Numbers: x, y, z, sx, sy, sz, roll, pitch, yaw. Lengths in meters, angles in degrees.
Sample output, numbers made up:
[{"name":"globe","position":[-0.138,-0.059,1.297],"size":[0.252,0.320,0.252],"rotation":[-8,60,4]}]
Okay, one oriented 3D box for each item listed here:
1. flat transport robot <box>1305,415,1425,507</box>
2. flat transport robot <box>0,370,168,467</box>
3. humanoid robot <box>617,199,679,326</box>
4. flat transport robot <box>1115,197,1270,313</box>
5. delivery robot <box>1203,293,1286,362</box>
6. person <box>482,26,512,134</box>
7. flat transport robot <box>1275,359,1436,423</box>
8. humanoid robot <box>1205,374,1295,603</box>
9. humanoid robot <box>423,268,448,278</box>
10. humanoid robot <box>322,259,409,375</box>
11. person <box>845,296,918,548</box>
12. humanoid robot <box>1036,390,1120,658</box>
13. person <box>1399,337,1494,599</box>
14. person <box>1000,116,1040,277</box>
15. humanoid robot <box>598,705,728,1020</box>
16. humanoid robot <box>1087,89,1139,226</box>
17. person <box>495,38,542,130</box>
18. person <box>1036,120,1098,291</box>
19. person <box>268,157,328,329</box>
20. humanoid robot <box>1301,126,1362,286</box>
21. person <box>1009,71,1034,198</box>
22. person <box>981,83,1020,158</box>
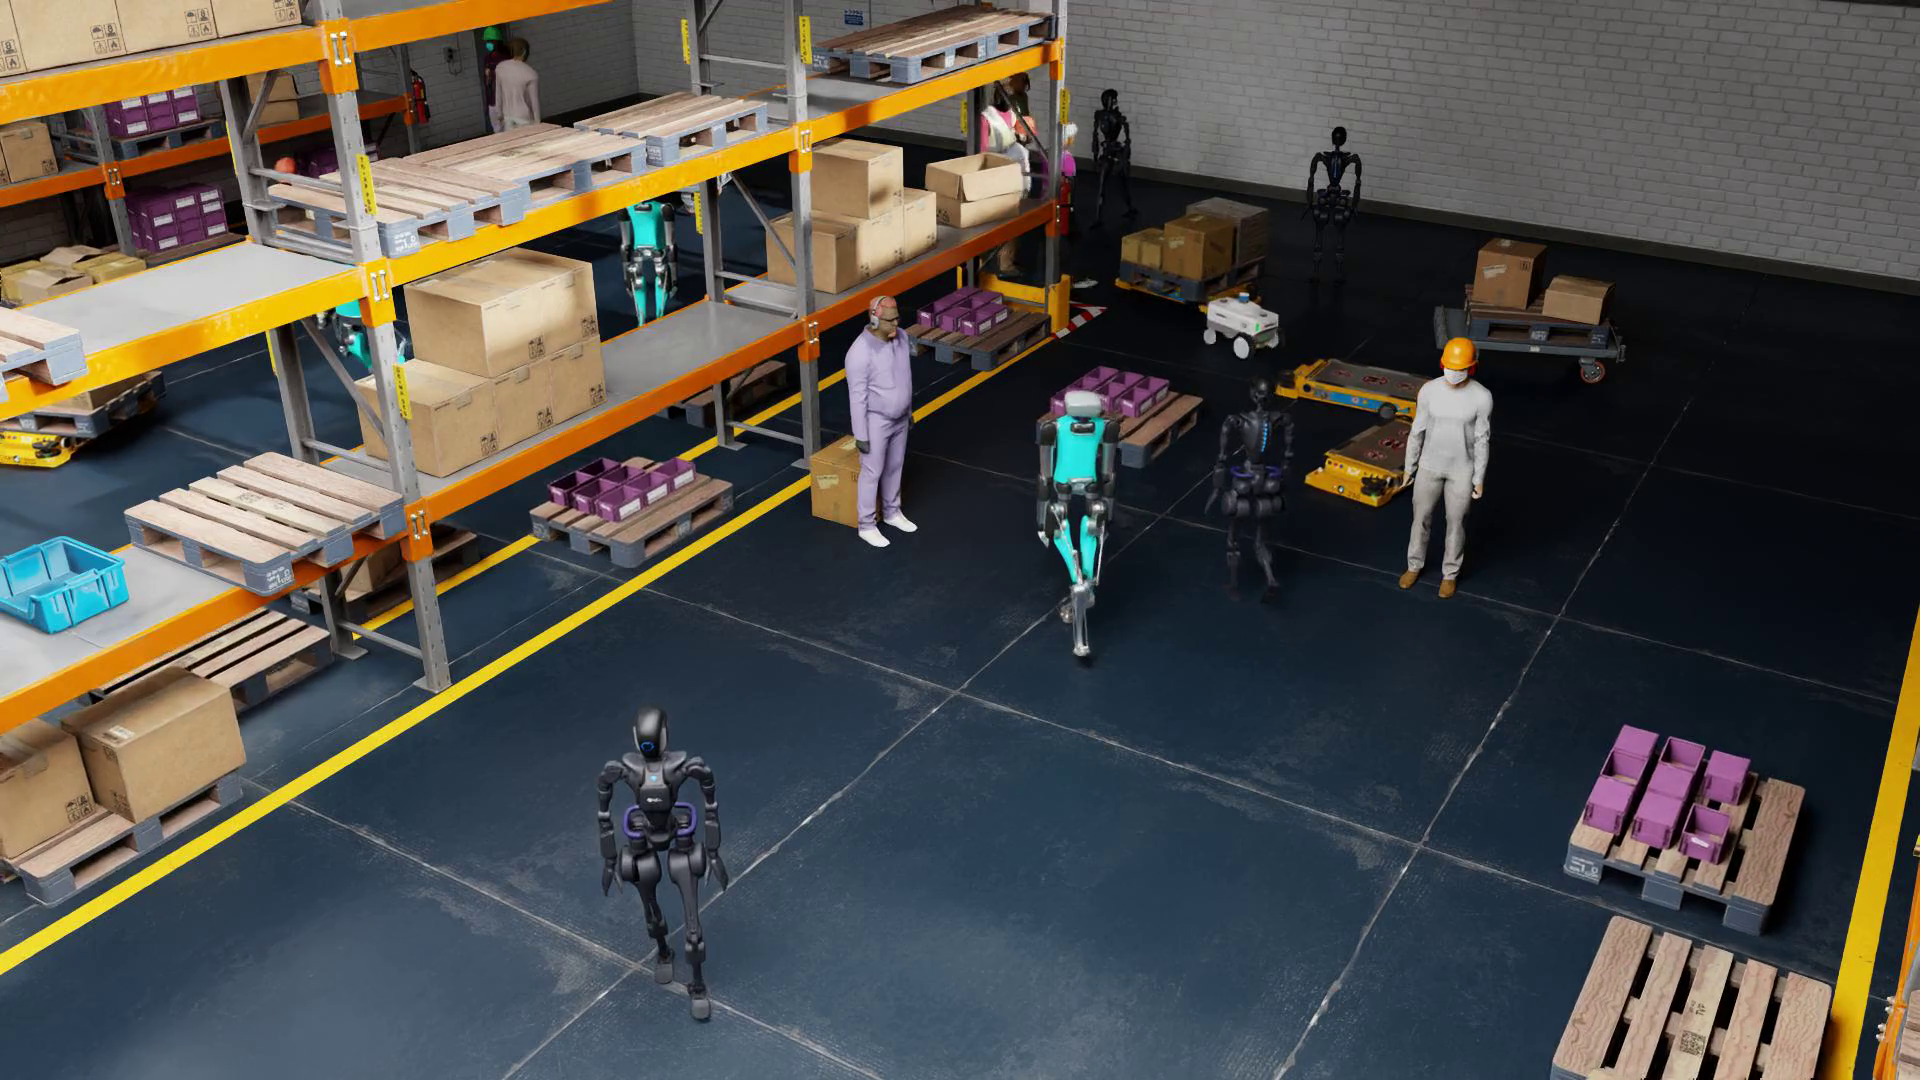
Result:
[{"name":"flat transport robot","position":[3.471,-0.653,13.485],"size":[0.659,0.231,1.431],"rotation":[23,35,37]},{"name":"flat transport robot","position":[-7.559,-0.999,14.166],"size":[0.659,0.231,1.431],"rotation":[5,27,9]},{"name":"humanoid robot","position":[-2.858,-2.267,15.118],"size":[0.537,1.838,0.756],"rotation":[3,27,5]},{"name":"flat transport robot","position":[2.387,-2.654,17.428],"size":[0.659,0.231,1.431],"rotation":[-24,35,-39]},{"name":"delivery robot","position":[2.717,-2.072,15.959],"size":[0.499,0.589,0.782],"rotation":[-19,33,-33]},{"name":"person","position":[-5.894,-5.612,21.397],"size":[0.490,1.955,0.421],"rotation":[18,32,31]},{"name":"flat transport robot","position":[3.611,-1.339,14.835],"size":[1.431,0.231,0.659],"rotation":[16,31,28]},{"name":"humanoid robot","position":[1.988,-0.303,11.246],"size":[0.587,1.644,0.489],"rotation":[-5,27,-10]},{"name":"humanoid robot","position":[-5.187,-2.923,16.411],"size":[0.609,1.645,0.477],"rotation":[23,35,37]},{"name":"humanoid robot","position":[-4.916,-1.693,14.015],"size":[0.542,1.860,0.785],"rotation":[7,28,13]},{"name":"person","position":[-0.544,-0.872,12.125],"size":[0.402,1.900,0.634],"rotation":[17,32,30]},{"name":"humanoid robot","position":[0.801,-0.027,10.682],"size":[0.547,1.775,1.039],"rotation":[-5,27,-10]},{"name":"person","position":[3.325,-0.497,11.400],"size":[0.553,1.890,0.390],"rotation":[12,29,22]},{"name":"person","position":[0.635,-3.664,17.798],"size":[0.461,1.732,0.575],"rotation":[1,27,2]},{"name":"humanoid robot","position":[-1.389,1.466,7.762],"size":[0.590,1.637,0.556],"rotation":[-3,27,-6]},{"name":"humanoid robot","position":[1.829,-4.530,19.655],"size":[0.605,1.615,0.829],"rotation":[23,35,38]},{"name":"person","position":[-5.518,-5.267,20.768],"size":[0.678,1.904,0.569],"rotation":[12,29,23]},{"name":"person","position":[1.114,-3.441,17.270],"size":[0.827,1.807,0.576],"rotation":[-17,31,-30]},{"name":"person","position":[-6.501,-2.937,16.376],"size":[0.592,1.721,0.486],"rotation":[3,27,7]},{"name":"humanoid robot","position":[3.931,-3.538,17.599],"size":[0.599,1.657,0.315],"rotation":[6,28,12]},{"name":"person","position":[0.777,-4.913,20.372],"size":[0.672,1.609,0.511],"rotation":[13,30,24]},{"name":"person","position":[0.464,-4.266,18.886],"size":[0.439,1.825,0.626],"rotation":[22,34,37]}]
